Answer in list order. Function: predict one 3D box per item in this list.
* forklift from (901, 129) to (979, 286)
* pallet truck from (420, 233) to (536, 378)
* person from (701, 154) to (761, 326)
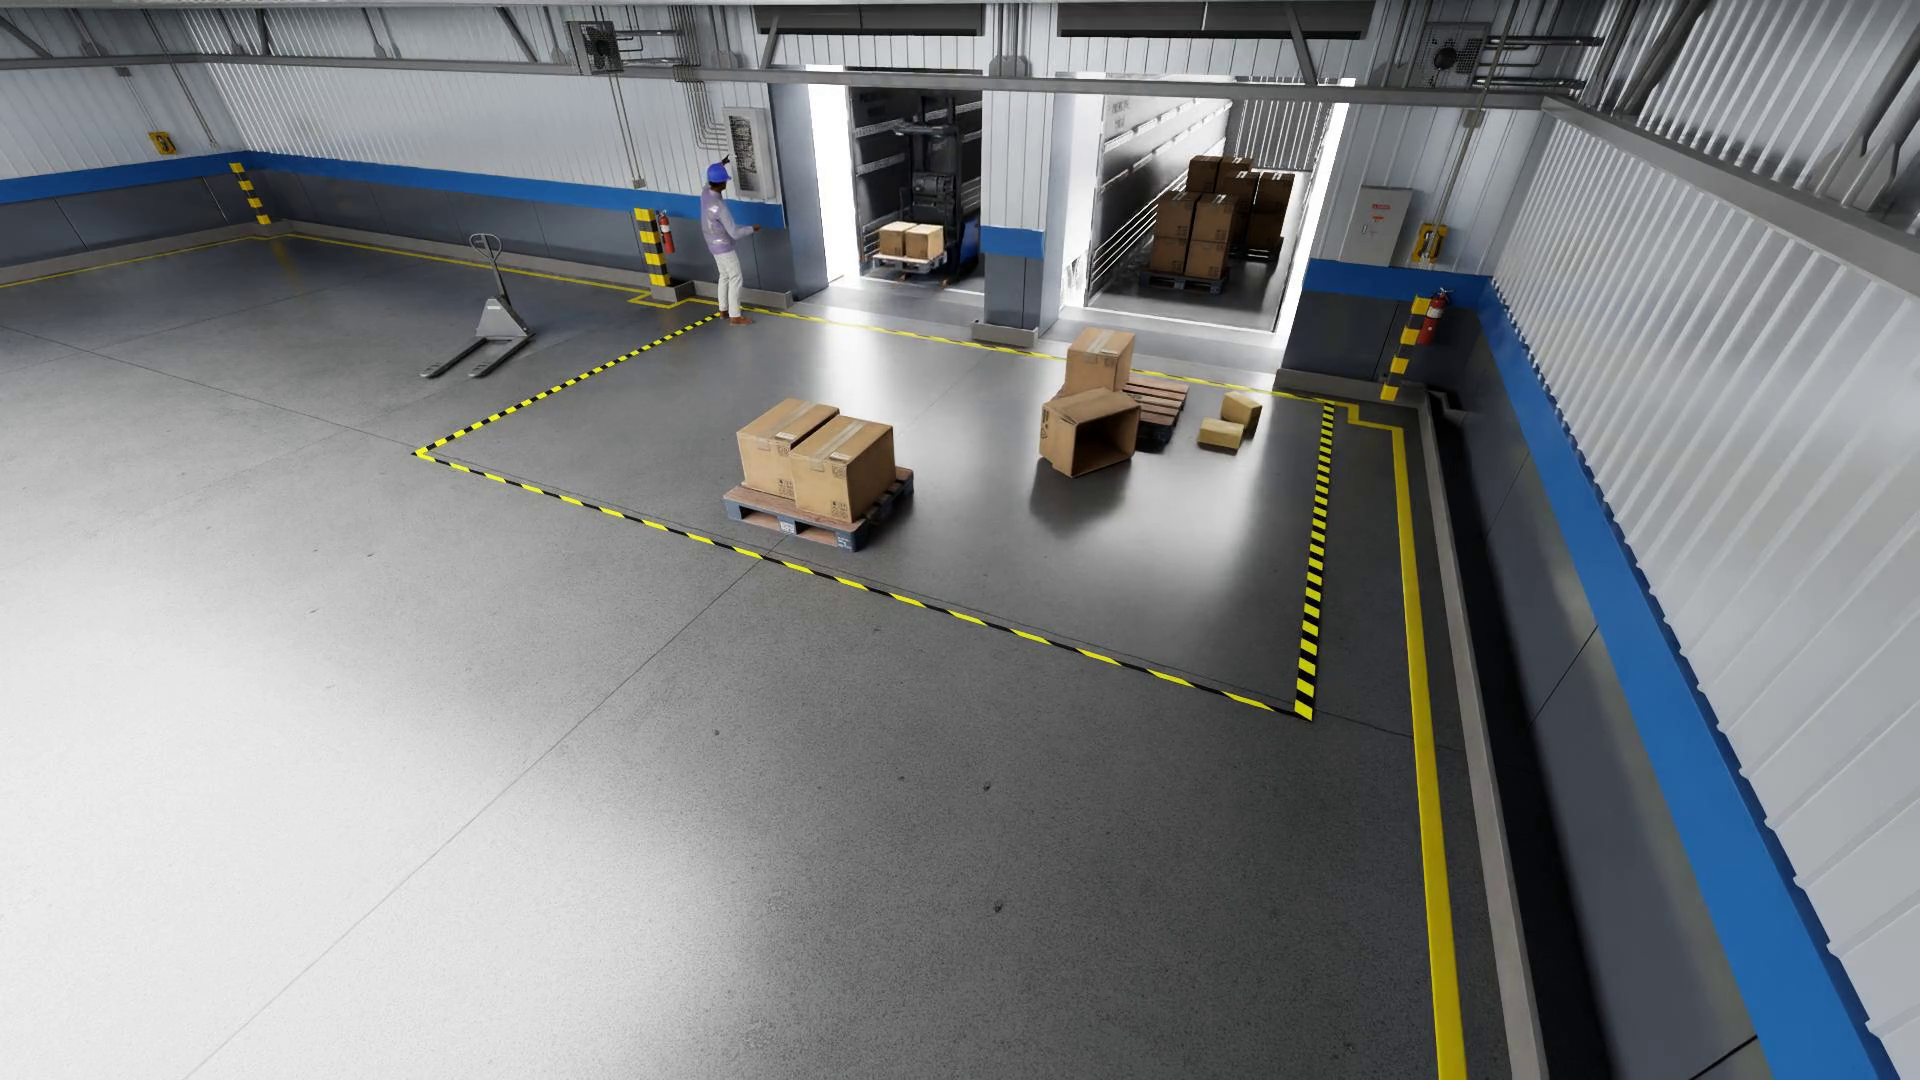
[{"bbox_3d":[-0.196,-5.114,11.109,0.716,2.013,0.776,15,38,20],"label":"forklift"},{"bbox_3d":[-5.664,-2.712,8.427,0.680,1.201,1.601,0,35,-1],"label":"pallet truck"},{"bbox_3d":[-2.957,-3.820,9.412,0.695,1.905,1.057,-21,41,-27],"label":"person"}]
